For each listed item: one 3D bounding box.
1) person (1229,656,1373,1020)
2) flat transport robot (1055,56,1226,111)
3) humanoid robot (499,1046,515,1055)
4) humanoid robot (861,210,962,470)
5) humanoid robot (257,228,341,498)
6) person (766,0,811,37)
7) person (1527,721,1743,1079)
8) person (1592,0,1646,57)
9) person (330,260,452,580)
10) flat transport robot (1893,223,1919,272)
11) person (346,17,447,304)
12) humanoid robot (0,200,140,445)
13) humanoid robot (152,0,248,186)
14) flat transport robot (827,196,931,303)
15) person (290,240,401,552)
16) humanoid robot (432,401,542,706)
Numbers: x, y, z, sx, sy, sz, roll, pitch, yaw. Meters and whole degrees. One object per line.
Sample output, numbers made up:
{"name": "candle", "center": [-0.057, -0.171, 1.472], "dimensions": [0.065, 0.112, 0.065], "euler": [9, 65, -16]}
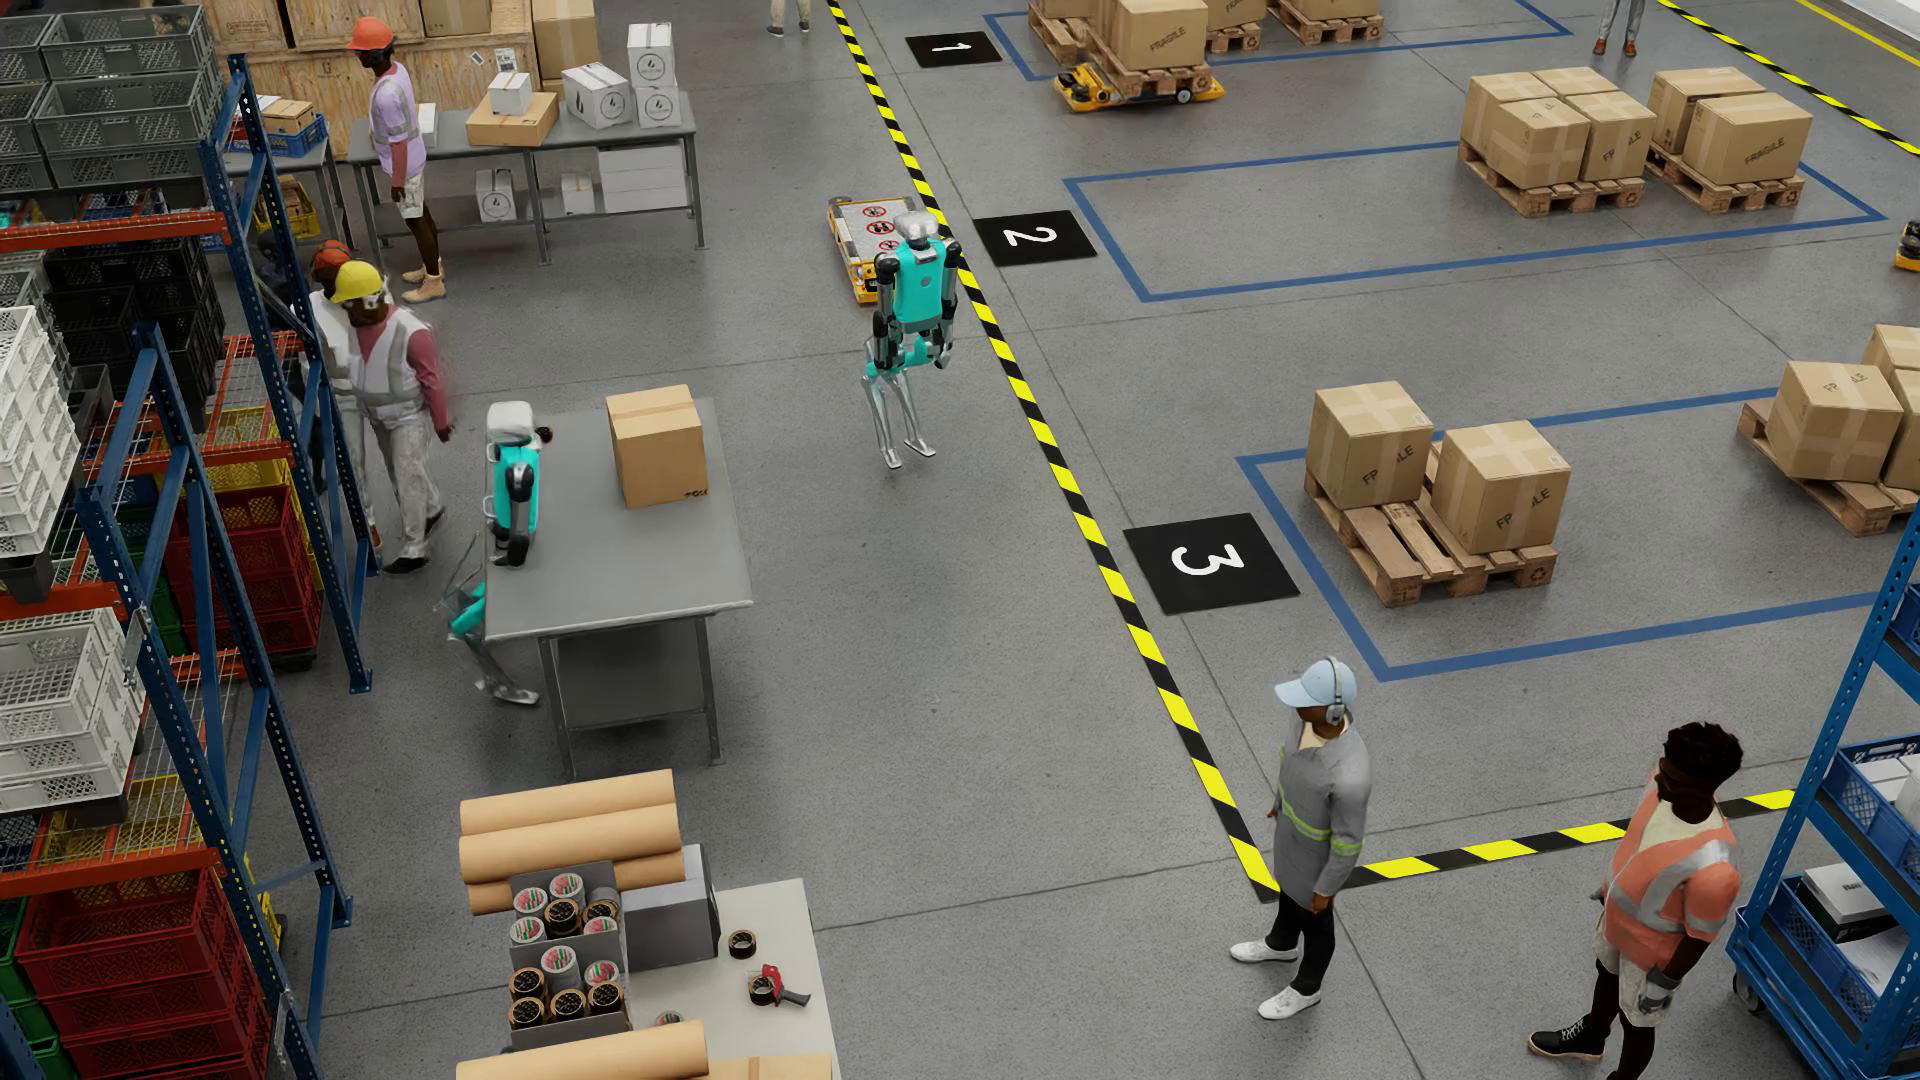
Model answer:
{"name": "person", "center": [1.365, 1.192, 6.626], "dimensions": [0.399, 1.852, 0.589], "euler": [-6, 37, -9]}
{"name": "flat transport robot", "center": [1.639, -4.179, 15.147], "dimensions": [1.431, 0.197, 0.652], "euler": [-8, 37, -10]}
{"name": "humanoid robot", "center": [-1.240, 2.075, 5.617], "dimensions": [0.601, 1.625, 0.765], "euler": [8, 37, 11]}
{"name": "humanoid robot", "center": [-0.361, -1.249, 9.890], "dimensions": [0.533, 1.677, 0.735], "euler": [-19, 41, -23]}
{"name": "humanoid robot", "center": [-3.886, -1.082, 9.834], "dimensions": [0.642, 1.633, 0.527], "euler": [27, 44, 31]}
{"name": "person", "center": [-1.690, -5.756, 16.031], "dimensions": [0.563, 1.769, 0.398], "euler": [-17, 40, -21]}
{"name": "person", "center": [2.549, 1.437, 6.201], "dimensions": [0.368, 1.965, 0.605], "euler": [-1, 37, -2]}
{"name": "person", "center": [6.356, -5.474, 15.559], "dimensions": [0.589, 1.881, 0.380], "euler": [9, 37, 11]}
{"name": "person", "center": [-3.200, -0.646, 9.132], "dimensions": [0.631, 1.801, 0.700], "euler": [17, 40, 22]}
{"name": "flat transport robot", "center": [7.762, -2.081, 12.327], "dimensions": [1.431, 0.197, 0.652], "euler": [20, 41, 24]}
{"name": "person", "center": [-3.913, -2.635, 11.611], "dimensions": [0.367, 2.044, 0.607], "euler": [-7, 37, -9]}
{"name": "humanoid robot", "center": [-5.348, -1.349, 10.166], "dimensions": [0.812, 1.794, 0.538], "euler": [-2, 37, -2]}
{"name": "humanoid robot", "center": [-5.886, -3.416, 12.967], "dimensions": [0.448, 1.646, 0.615], "euler": [-2, 37, -3]}
{"name": "flat transport robot", "center": [-0.570, -2.220, 12.538], "dimensions": [0.659, 0.231, 1.431], "euler": [-8, 37, -10]}
{"name": "person", "center": [-3.334, -0.805, 9.284], "dimensions": [0.572, 1.883, 0.354], "euler": [-22, 42, -27]}
{"name": "humanoid robot", "center": [-2.347, 0.152, 8.134], "dimensions": [0.797, 1.792, 0.566], "euler": [-10, 38, -13]}
